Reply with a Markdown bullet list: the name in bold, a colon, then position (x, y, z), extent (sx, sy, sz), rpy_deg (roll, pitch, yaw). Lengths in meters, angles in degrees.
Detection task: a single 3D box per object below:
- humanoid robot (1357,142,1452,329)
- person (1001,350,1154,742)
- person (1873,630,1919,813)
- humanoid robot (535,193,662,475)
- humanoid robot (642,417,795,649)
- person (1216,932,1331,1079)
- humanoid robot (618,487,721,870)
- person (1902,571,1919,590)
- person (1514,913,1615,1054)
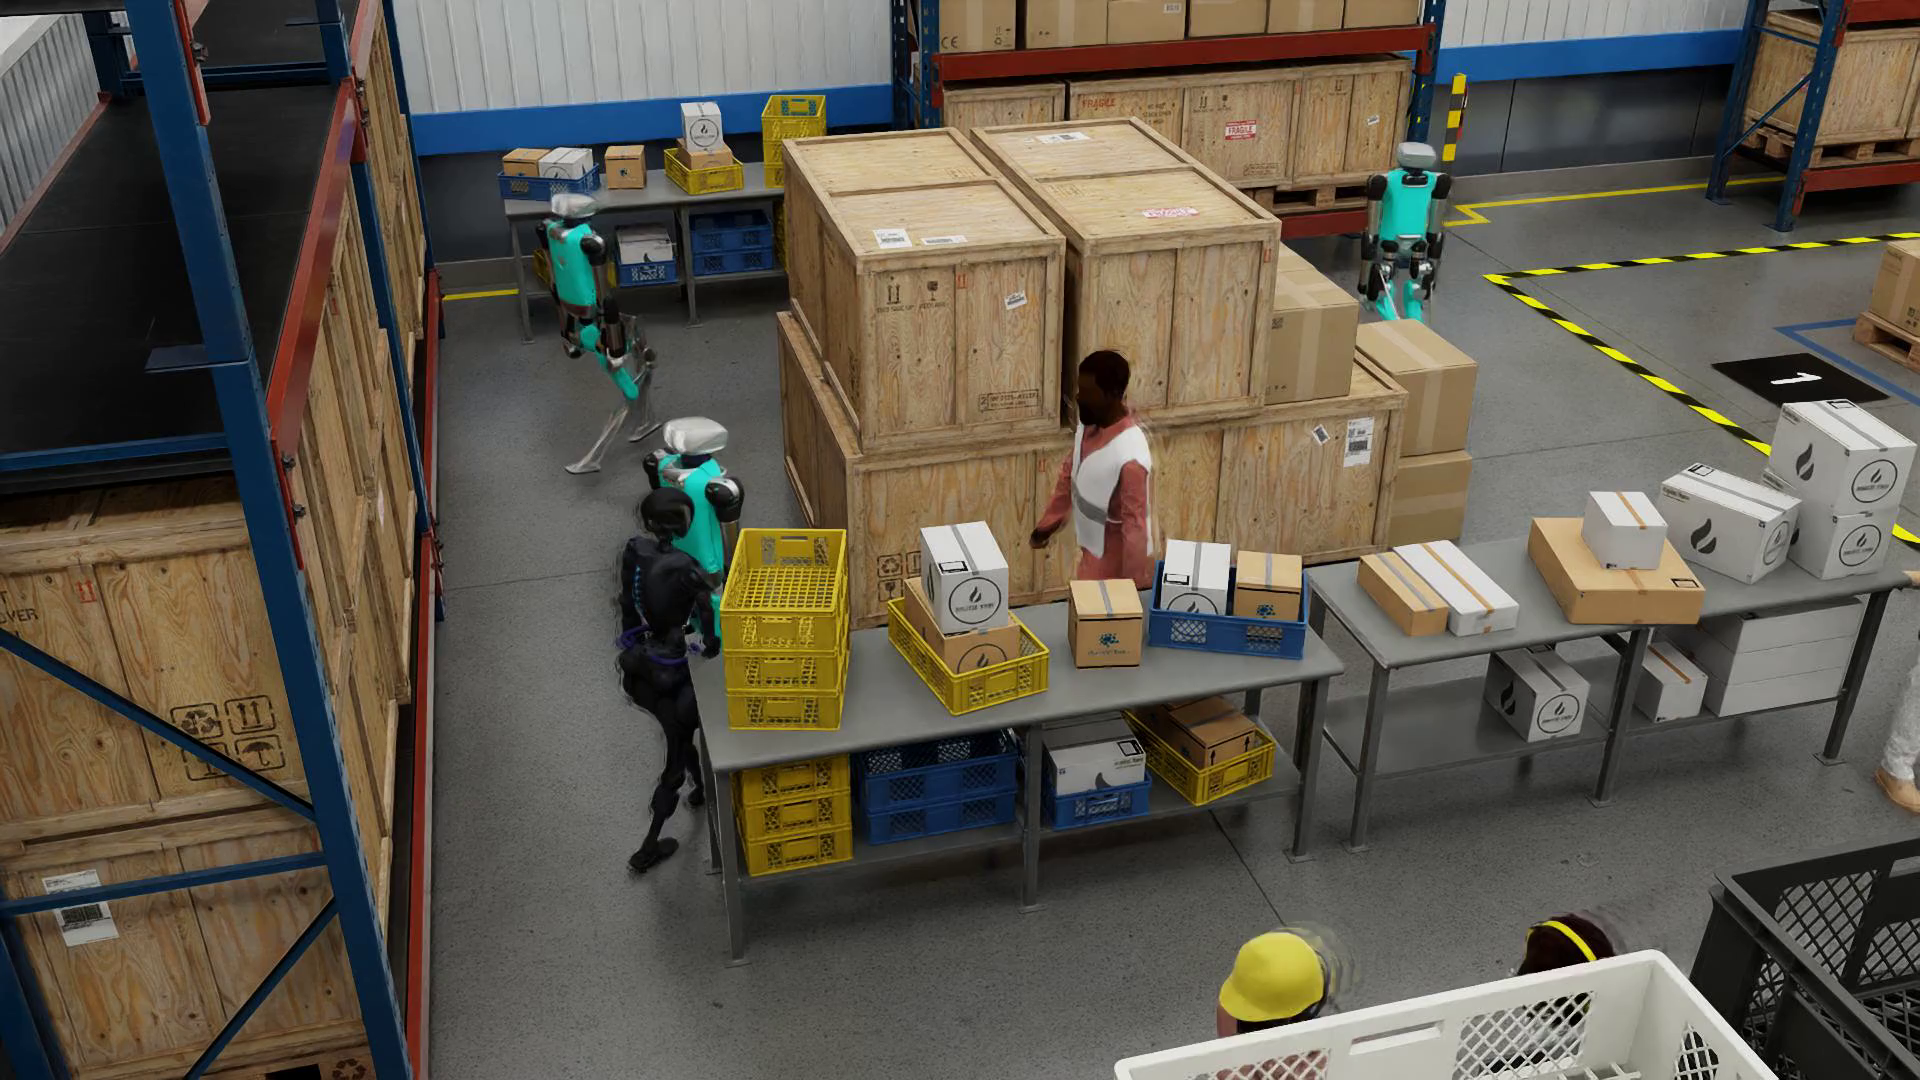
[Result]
- **humanoid robot**: position (2.800, -1.517, 10.379), extent (0.544, 1.802, 0.825), rpy_deg (-4, 29, -8)
- **person**: position (0.503, 0.047, 7.363), extent (0.839, 1.887, 0.599), rpy_deg (-5, 29, -9)
- **person**: position (4.288, 0.314, 6.925), extent (0.624, 1.838, 0.430), rpy_deg (-3, 29, -6)
- **humanoid robot**: position (-2.044, -1.255, 9.897), extent (0.534, 1.749, 1.011), rpy_deg (21, 35, 34)
- **humanoid robot**: position (-0.922, 0.249, 7.133), extent (0.538, 1.791, 0.678), rpy_deg (24, 37, 37)
- **person**: position (0.762, 1.756, 4.422), extent (0.892, 1.723, 0.526), rpy_deg (-19, 34, -31)
- **humanoid robot**: position (-1.161, 0.528, 6.731), extent (0.604, 1.626, 0.704), rpy_deg (23, 36, 35)
- **person**: position (5.194, -0.550, 8.278), extent (0.389, 2.044, 0.606), rpy_deg (1, 29, 2)
- **person**: position (1.558, 1.691, 4.429), extent (0.766, 1.826, 0.527), rpy_deg (-3, 29, -5)
